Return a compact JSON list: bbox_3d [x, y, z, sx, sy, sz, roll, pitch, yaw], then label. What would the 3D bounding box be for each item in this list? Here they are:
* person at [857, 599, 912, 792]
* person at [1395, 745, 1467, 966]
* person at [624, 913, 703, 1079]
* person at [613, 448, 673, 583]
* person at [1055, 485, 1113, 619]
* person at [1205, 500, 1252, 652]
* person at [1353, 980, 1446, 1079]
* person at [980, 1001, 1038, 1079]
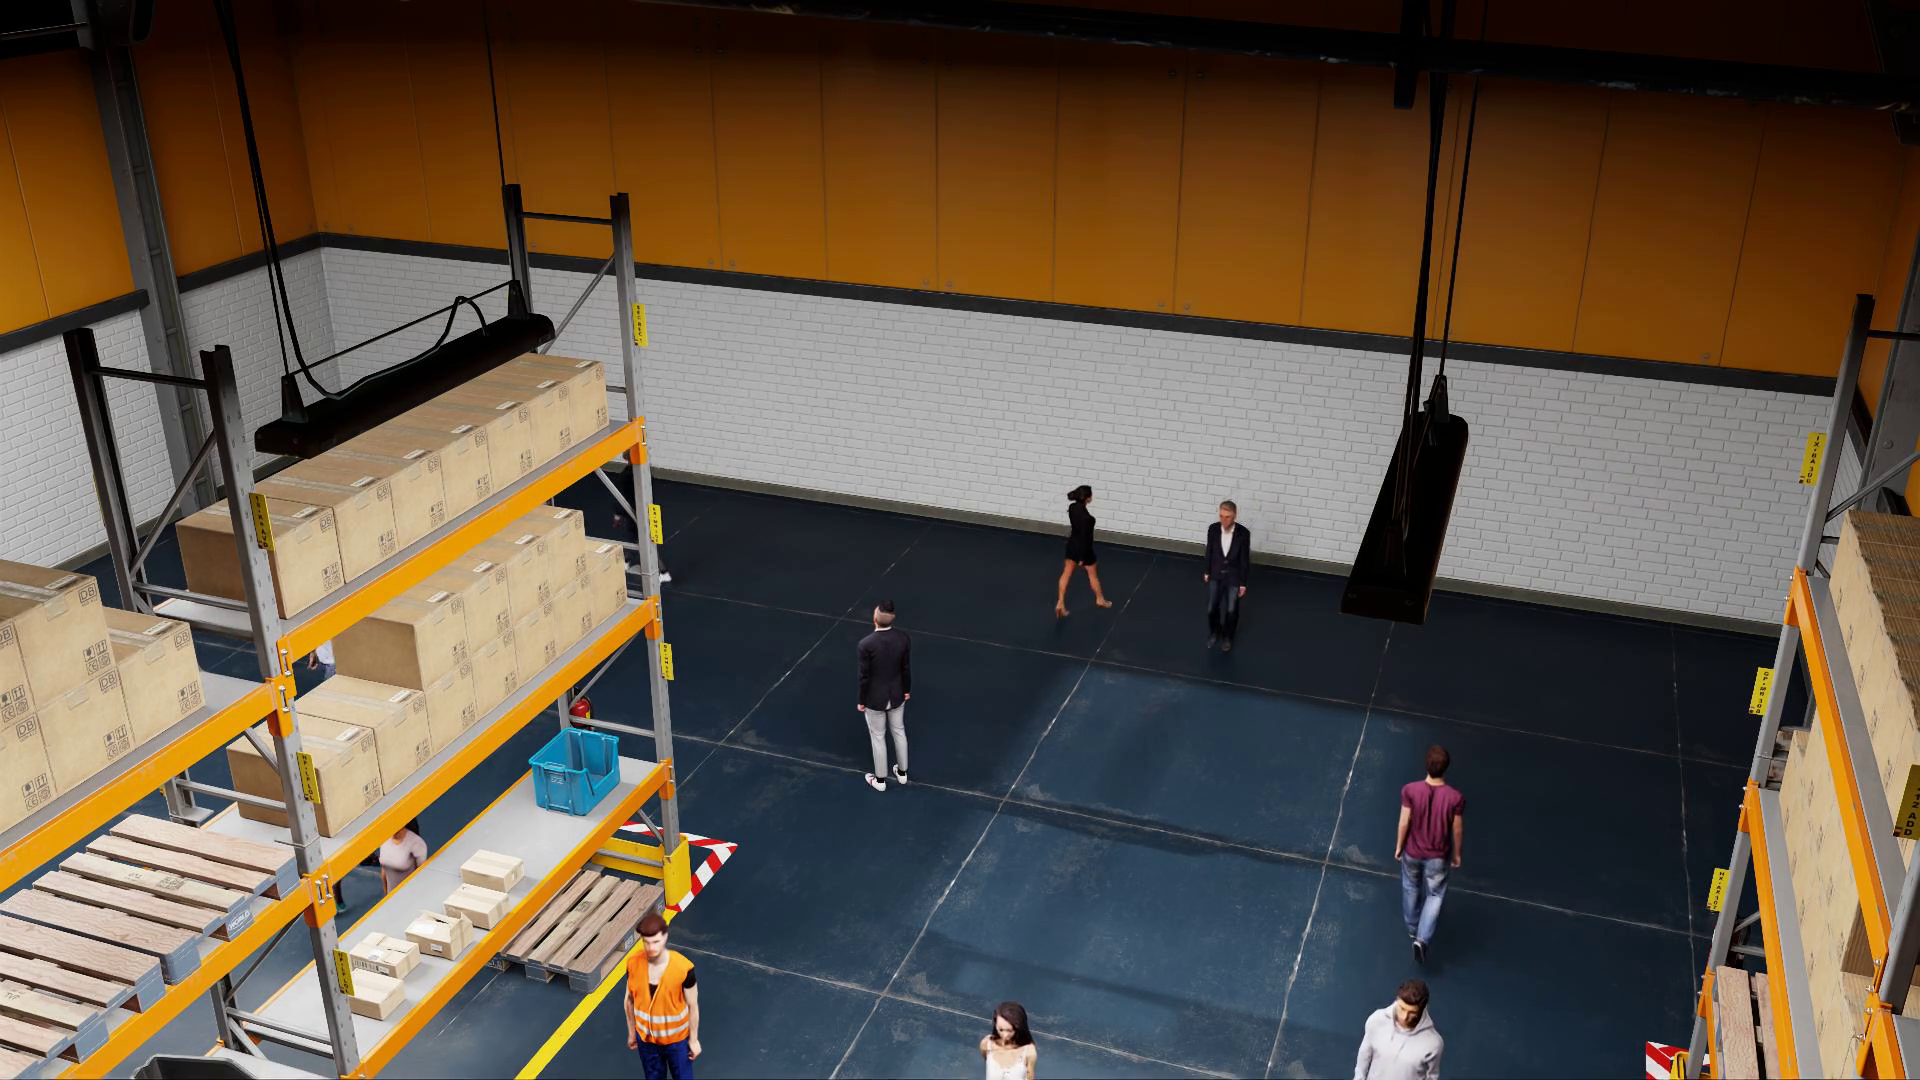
[{"bbox_3d":[-0.702,1.424,15.554,0.772,1.949,0.850,-12,26,-26],"label":"person"},{"bbox_3d":[3.711,2.506,13.226,0.673,1.831,0.996,8,25,18],"label":"person"},{"bbox_3d":[-2.004,3.326,11.280,0.708,1.888,0.649,6,24,13],"label":"person"},{"bbox_3d":[-3.754,-0.280,19.752,0.838,1.710,1.176,12,26,25],"label":"person"},{"bbox_3d":[1.285,0.169,18.848,1.018,1.609,0.911,-15,28,-30],"label":"person"},{"bbox_3d":[2.970,0.350,18.213,0.676,1.788,0.643,9,25,20],"label":"person"},{"bbox_3d":[2.826,3.552,10.742,0.812,1.904,1.097,14,27,29],"label":"person"},{"bbox_3d":[0.272,3.748,10.633,0.530,1.634,1.010,9,25,19],"label":"person"}]
